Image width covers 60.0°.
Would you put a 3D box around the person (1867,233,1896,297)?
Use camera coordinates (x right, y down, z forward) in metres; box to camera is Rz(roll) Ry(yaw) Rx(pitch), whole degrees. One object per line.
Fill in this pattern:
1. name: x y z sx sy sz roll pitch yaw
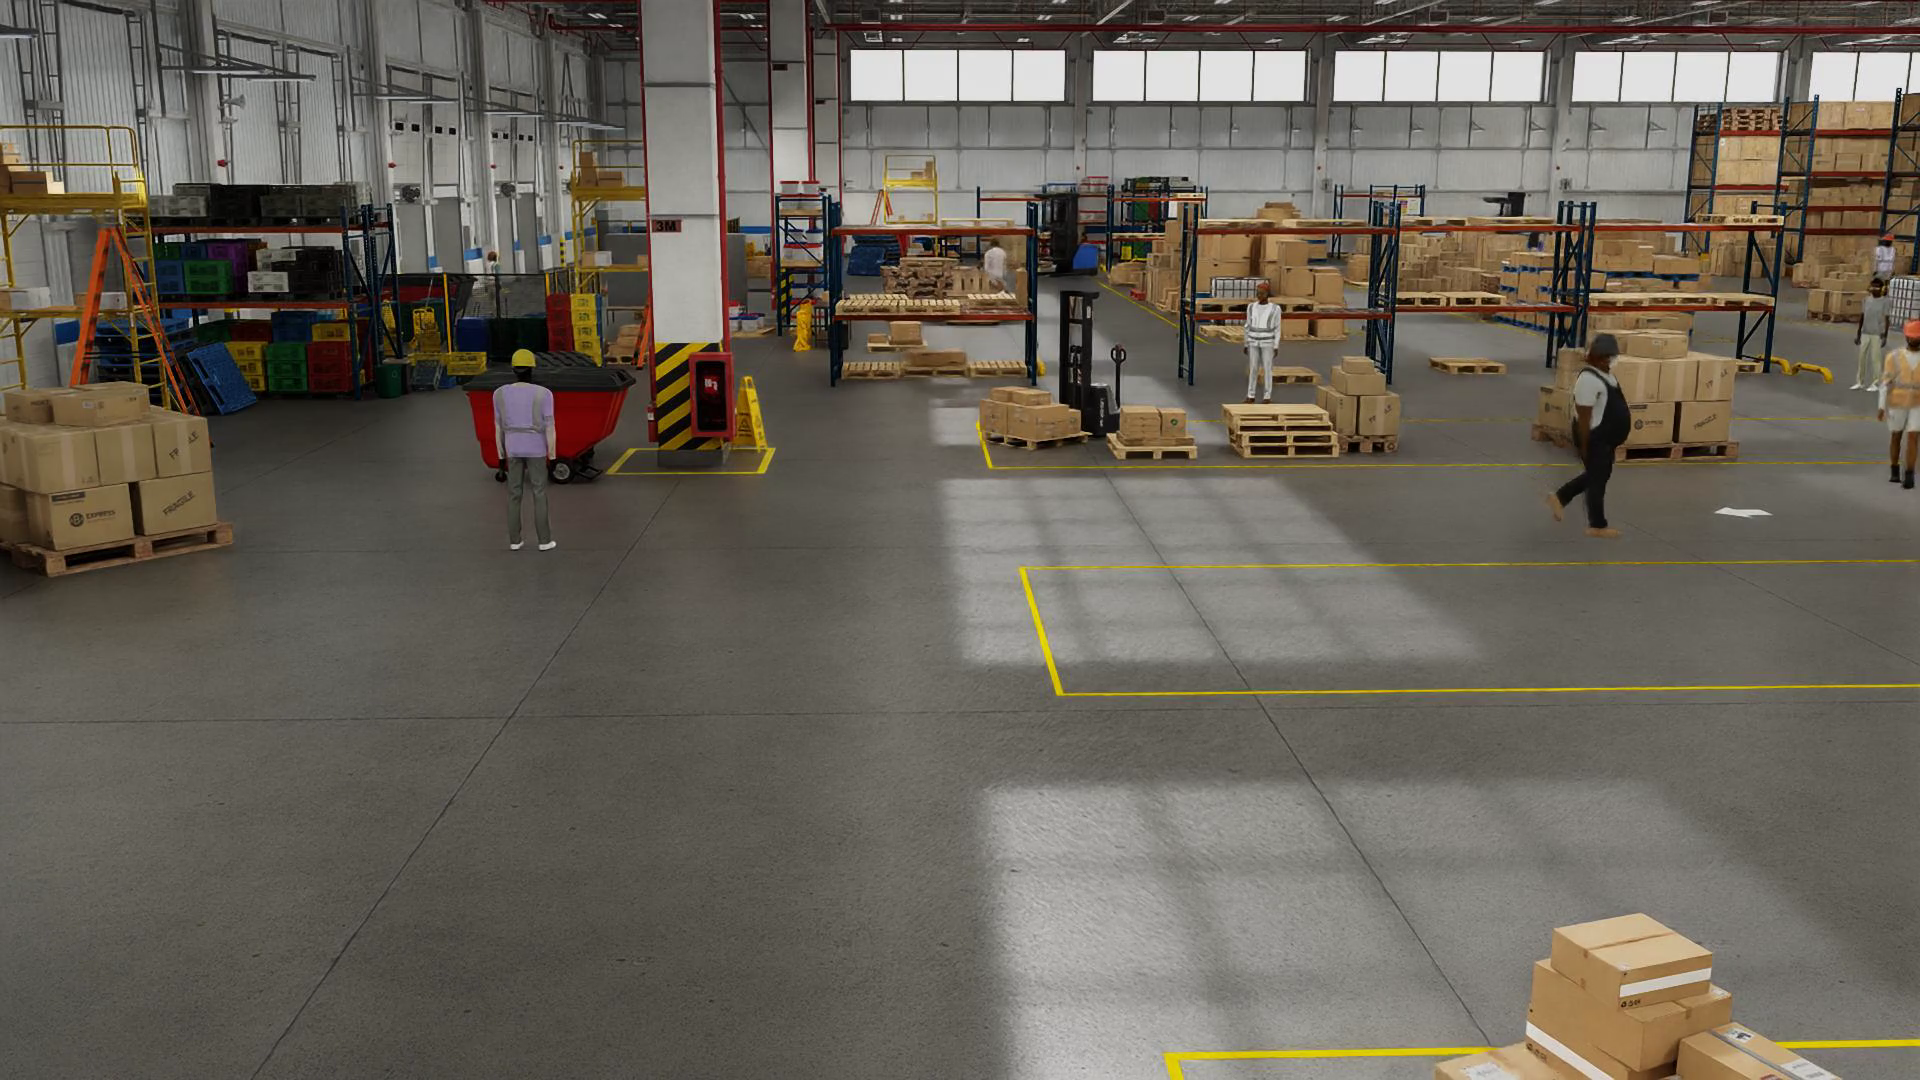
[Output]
1. person: 25.198 -7.413 45.396 0.562 1.910 0.698 -1 13 -5

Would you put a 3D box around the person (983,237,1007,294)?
1. person: 0.895 -6.696 42.146 0.701 1.915 0.521 -7 14 -30

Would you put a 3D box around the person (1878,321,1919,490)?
1. person: 10.758 -1.531 18.894 0.574 1.881 0.992 6 14 26

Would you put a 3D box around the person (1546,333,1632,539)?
1. person: 6.211 -1.055 16.396 0.758 2.000 0.692 9 15 36

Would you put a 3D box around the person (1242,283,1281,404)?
1. person: 4.614 -2.985 25.469 0.572 1.883 0.356 8 15 31

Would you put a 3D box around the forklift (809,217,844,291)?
1. forklift: -4.373 -8.620 48.640 1.873 2.768 1.129 0 12 -2

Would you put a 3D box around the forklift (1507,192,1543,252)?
1. forklift: 20.021 -11.147 60.048 1.873 2.768 1.129 0 12 -2

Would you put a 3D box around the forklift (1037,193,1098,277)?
1. forklift: 3.687 -10.384 56.603 1.873 2.768 1.129 -7 14 -28

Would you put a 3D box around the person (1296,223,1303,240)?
1. person: 11.284 -9.801 56.298 0.679 1.881 1.000 -4 13 -18

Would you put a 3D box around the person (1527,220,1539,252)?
1. person: 20.038 -10.281 58.285 1.020 1.941 0.638 5 13 21

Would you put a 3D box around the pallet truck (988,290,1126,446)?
1. pallet truck: 1.257 -2.299 22.111 1.885 1.965 0.823 -9 15 -35

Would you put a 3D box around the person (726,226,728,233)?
1. person: -7.735 -9.487 54.760 0.409 1.915 0.670 2 13 9

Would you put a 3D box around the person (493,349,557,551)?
1. person: -4.095 -0.847 15.749 0.583 1.918 0.401 1 13 4

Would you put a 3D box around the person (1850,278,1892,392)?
1. person: 14.926 -3.357 27.216 0.321 1.859 0.513 -7 14 -28

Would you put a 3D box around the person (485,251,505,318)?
1. person: -11.471 -6.270 40.877 0.523 1.631 0.323 10 16 39
